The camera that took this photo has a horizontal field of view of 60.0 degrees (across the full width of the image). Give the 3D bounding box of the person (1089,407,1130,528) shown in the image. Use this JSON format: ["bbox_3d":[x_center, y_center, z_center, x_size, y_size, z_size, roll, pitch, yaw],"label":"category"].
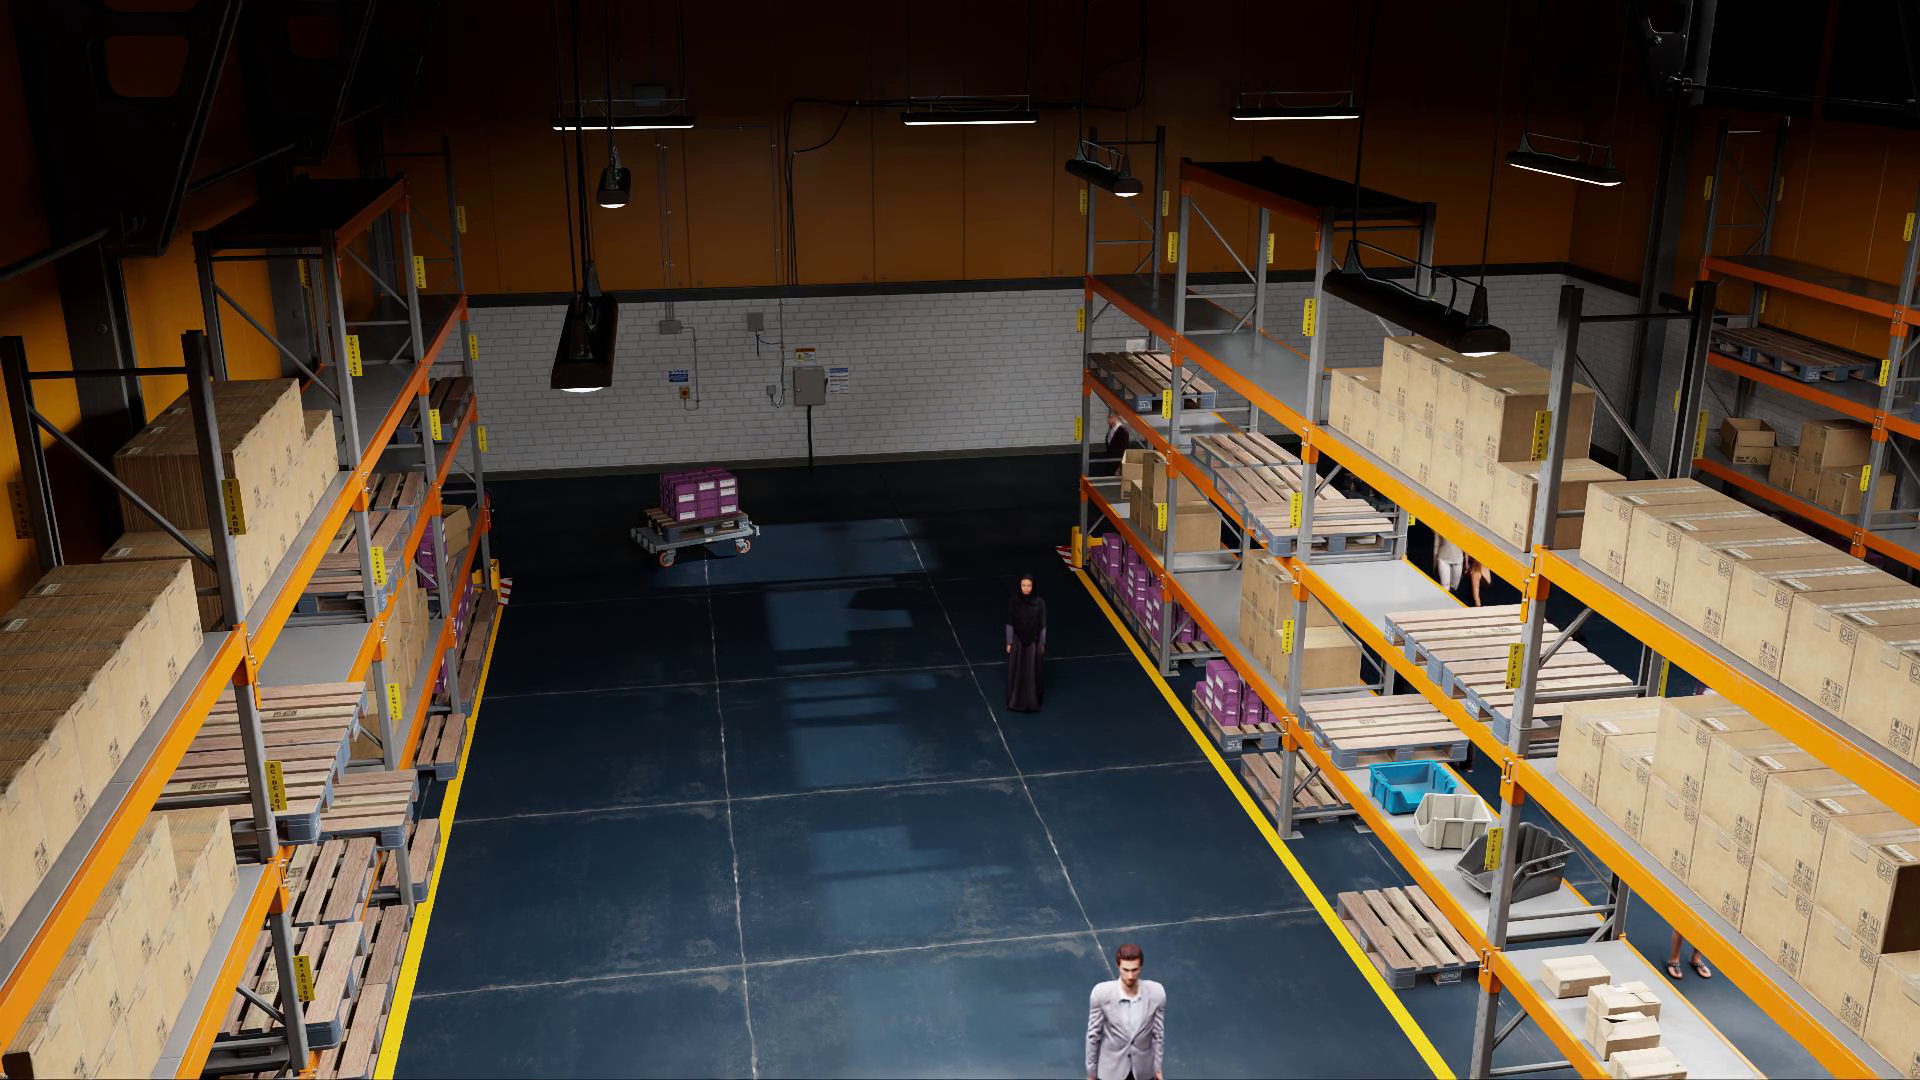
[{"bbox_3d":[2.408,-1.087,24.770,1.030,1.847,1.174,-12,22,-32],"label":"person"}]

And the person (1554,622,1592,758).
[{"bbox_3d":[6.136,1.656,16.767,0.706,1.756,0.729,-18,25,-42],"label":"person"}]

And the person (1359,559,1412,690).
[{"bbox_3d":[4.974,0.861,19.083,1.032,1.783,1.323,-12,22,-31],"label":"person"}]

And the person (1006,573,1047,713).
[{"bbox_3d":[0.745,1.126,18.560,0.661,1.615,0.659,1,19,4],"label":"person"}]

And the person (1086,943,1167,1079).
[{"bbox_3d":[1.107,3.507,11.119,0.706,1.851,0.599,-1,19,-2],"label":"person"}]
